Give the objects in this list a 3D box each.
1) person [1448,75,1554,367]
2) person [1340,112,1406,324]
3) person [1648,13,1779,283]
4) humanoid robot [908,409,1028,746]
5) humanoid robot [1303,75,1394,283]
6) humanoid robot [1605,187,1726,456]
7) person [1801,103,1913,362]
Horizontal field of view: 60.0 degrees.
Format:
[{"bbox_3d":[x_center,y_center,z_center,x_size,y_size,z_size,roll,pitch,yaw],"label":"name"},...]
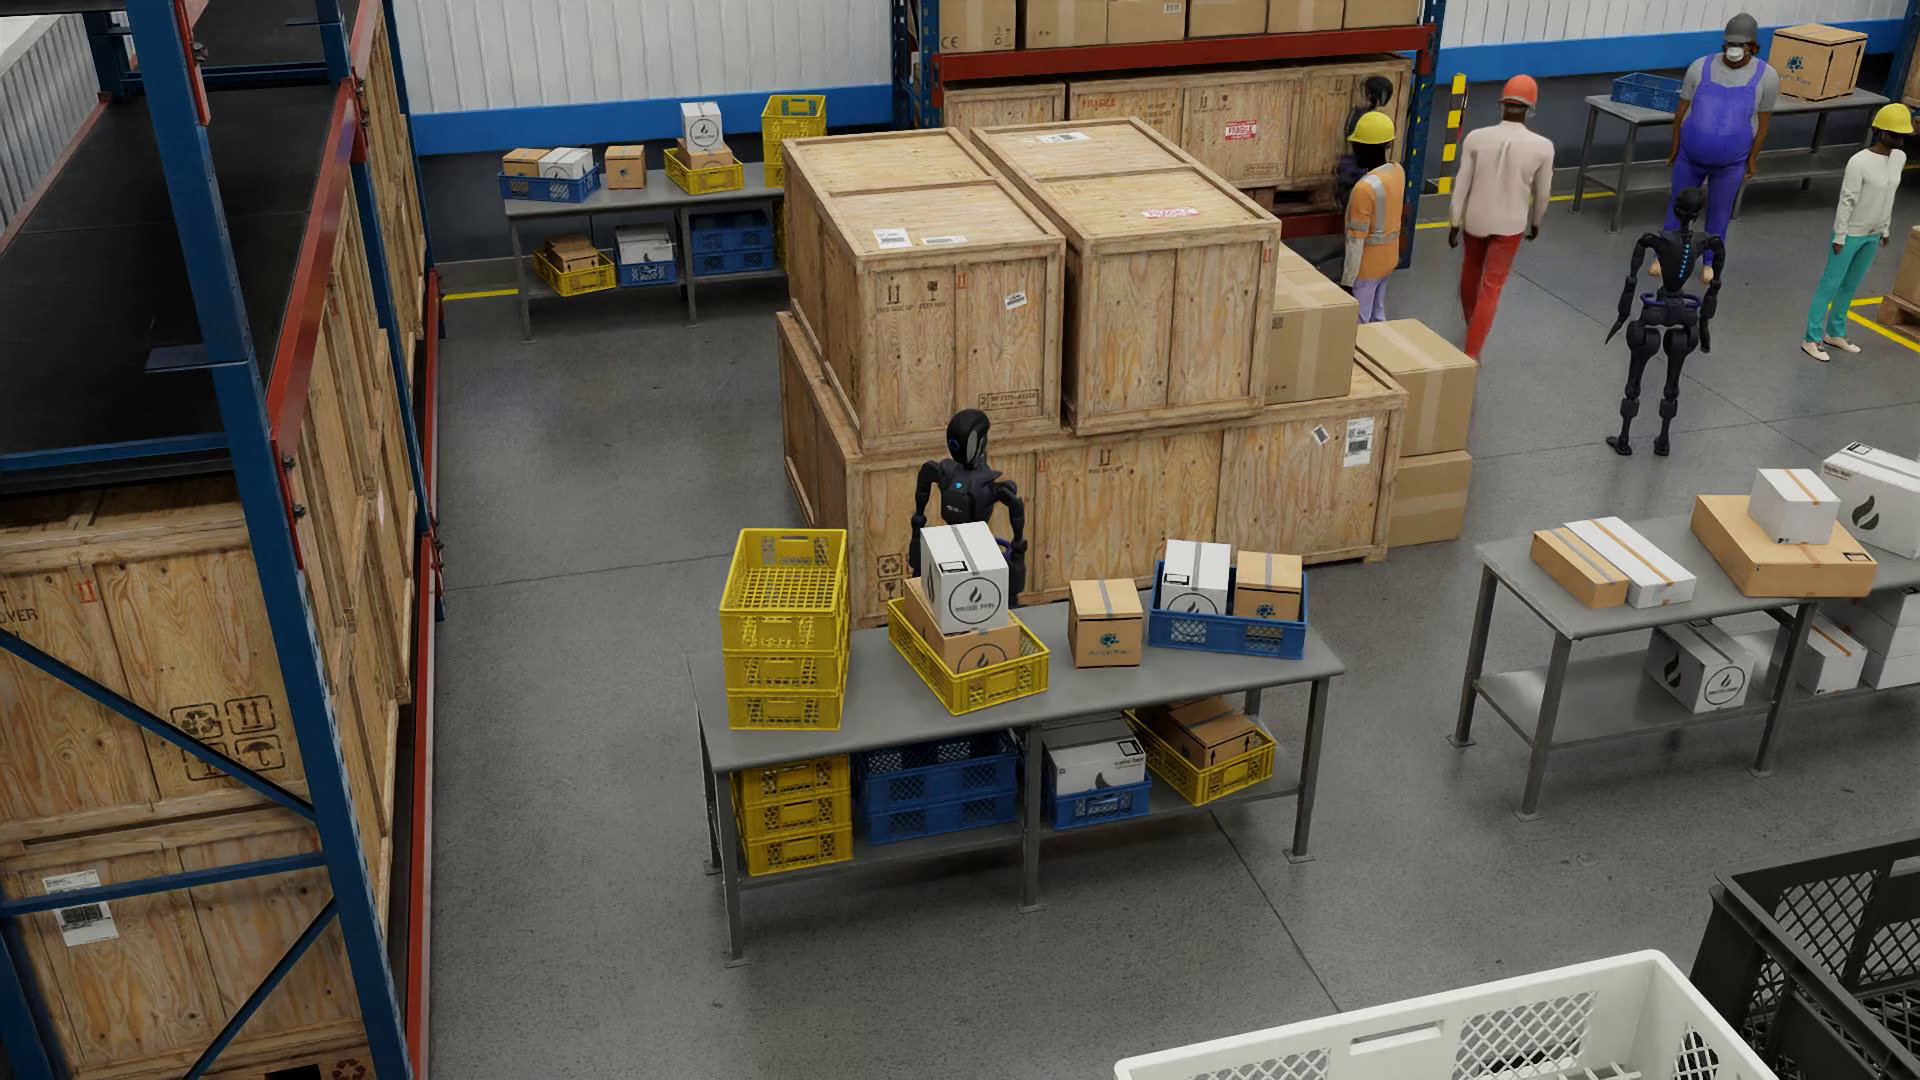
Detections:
[{"bbox_3d":[3.691,-2.196,11.368,0.596,1.939,1.022,17,33,27],"label":"person"},{"bbox_3d":[2.578,-1.768,10.622,0.405,1.918,0.582,19,34,30],"label":"person"},{"bbox_3d":[5.746,-2.971,12.674,0.675,2.000,0.536,15,32,25],"label":"person"},{"bbox_3d":[0.037,0.195,7.288,0.603,1.657,0.318,14,32,24],"label":"humanoid robot"},{"bbox_3d":[2.932,-2.688,12.550,0.505,1.641,0.642,2,29,3],"label":"humanoid robot"},{"bbox_3d":[4.242,-1.312,10.025,0.609,1.657,0.313,3,29,5],"label":"humanoid robot"},{"bbox_3d":[6.168,-2.102,11.379,0.521,1.768,0.310,-13,32,-23],"label":"person"}]
